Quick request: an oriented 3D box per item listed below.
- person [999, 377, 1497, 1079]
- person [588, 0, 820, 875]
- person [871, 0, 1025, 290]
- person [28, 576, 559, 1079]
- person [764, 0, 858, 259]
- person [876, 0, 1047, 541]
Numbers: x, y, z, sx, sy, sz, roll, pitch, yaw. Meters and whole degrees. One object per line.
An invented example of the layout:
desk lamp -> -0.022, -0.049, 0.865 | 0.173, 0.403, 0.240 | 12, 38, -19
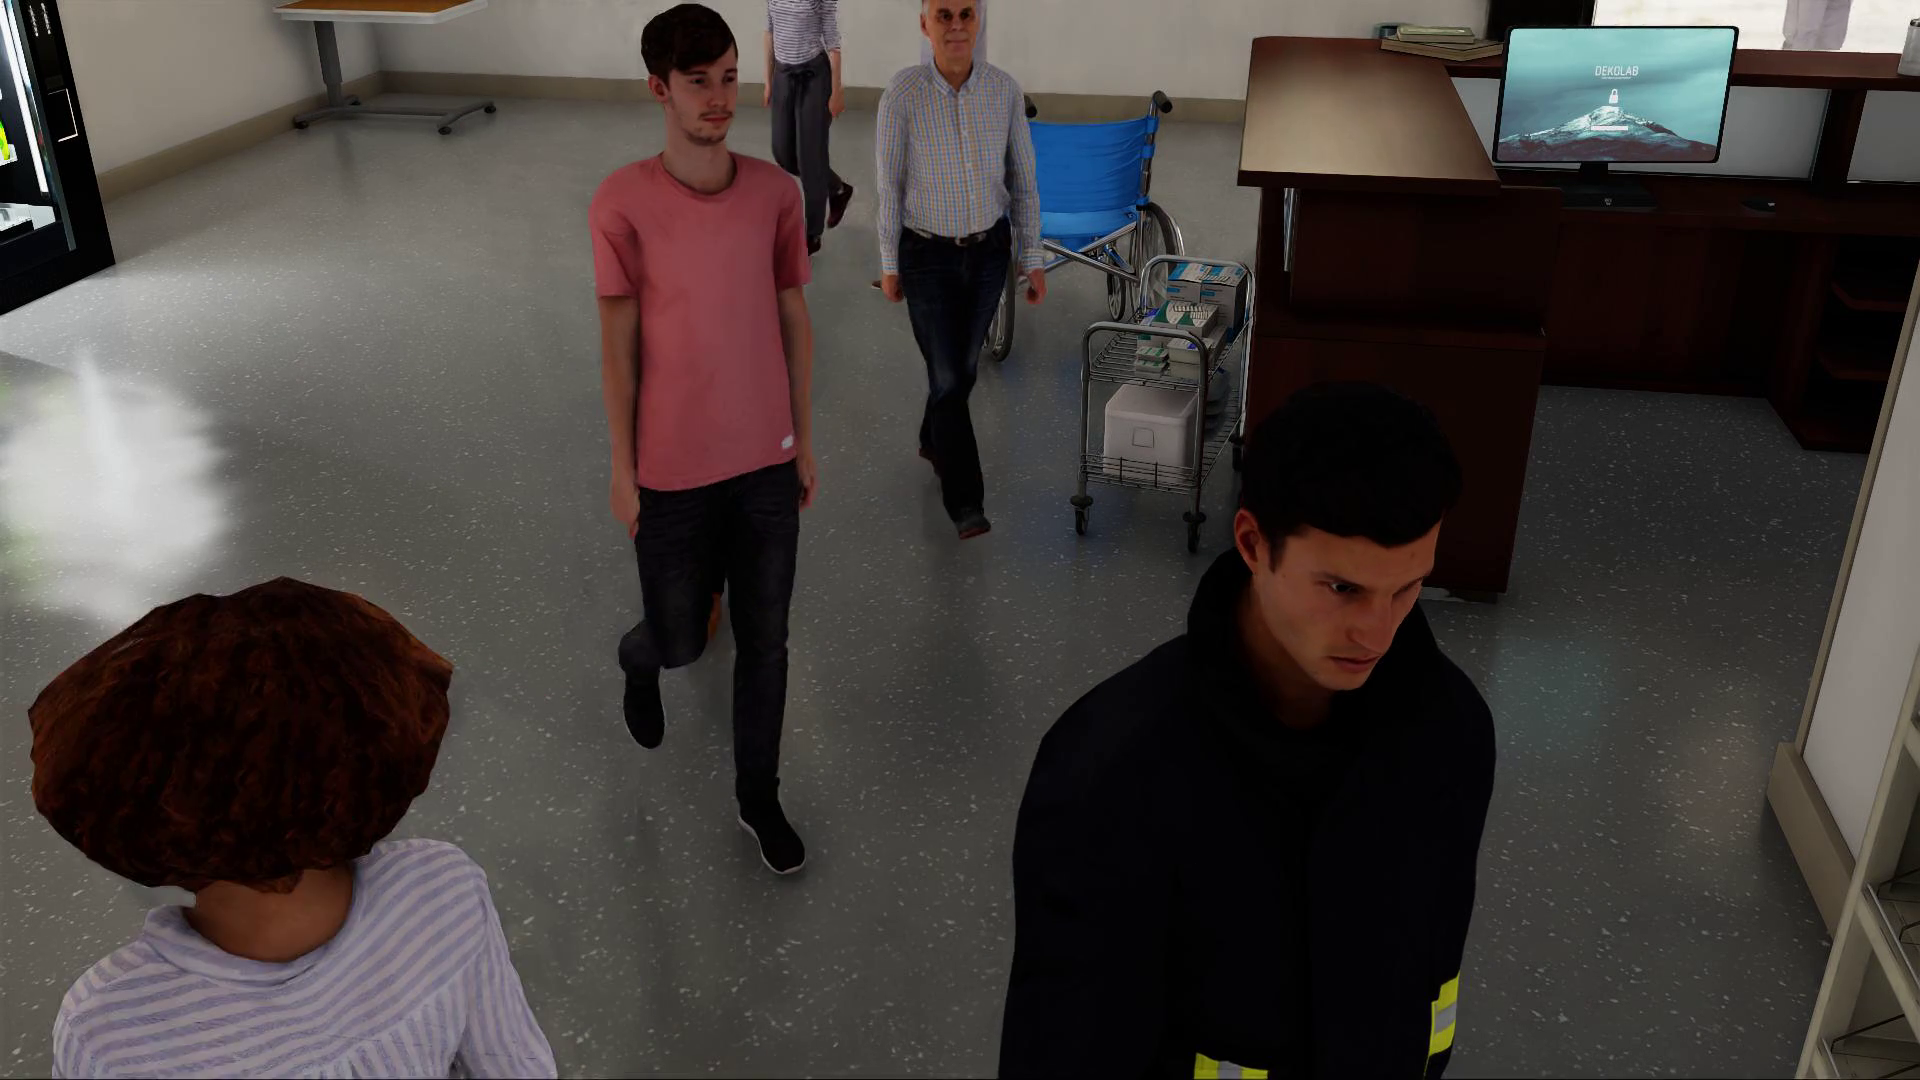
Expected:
person -> 0.304, 0.689, 1.936 | 0.892, 1.920, 0.916 | -13, 28, -24
person -> -0.591, -0.203, 3.758 | 0.977, 1.945, 1.074 | -14, 29, -27
person -> 0.023, -1.995, 7.623 | 1.027, 1.815, 1.106 | -6, 26, -12
person -> -0.618, 0.878, 1.812 | 0.984, 1.687, 1.045 | -23, 34, -40
person -> -0.726, -2.287, 8.336 | 0.835, 1.722, 0.954 | 15, 29, 28
person -> -0.030, -0.943, 5.498 | 1.009, 1.767, 1.283 | -7, 27, -14
